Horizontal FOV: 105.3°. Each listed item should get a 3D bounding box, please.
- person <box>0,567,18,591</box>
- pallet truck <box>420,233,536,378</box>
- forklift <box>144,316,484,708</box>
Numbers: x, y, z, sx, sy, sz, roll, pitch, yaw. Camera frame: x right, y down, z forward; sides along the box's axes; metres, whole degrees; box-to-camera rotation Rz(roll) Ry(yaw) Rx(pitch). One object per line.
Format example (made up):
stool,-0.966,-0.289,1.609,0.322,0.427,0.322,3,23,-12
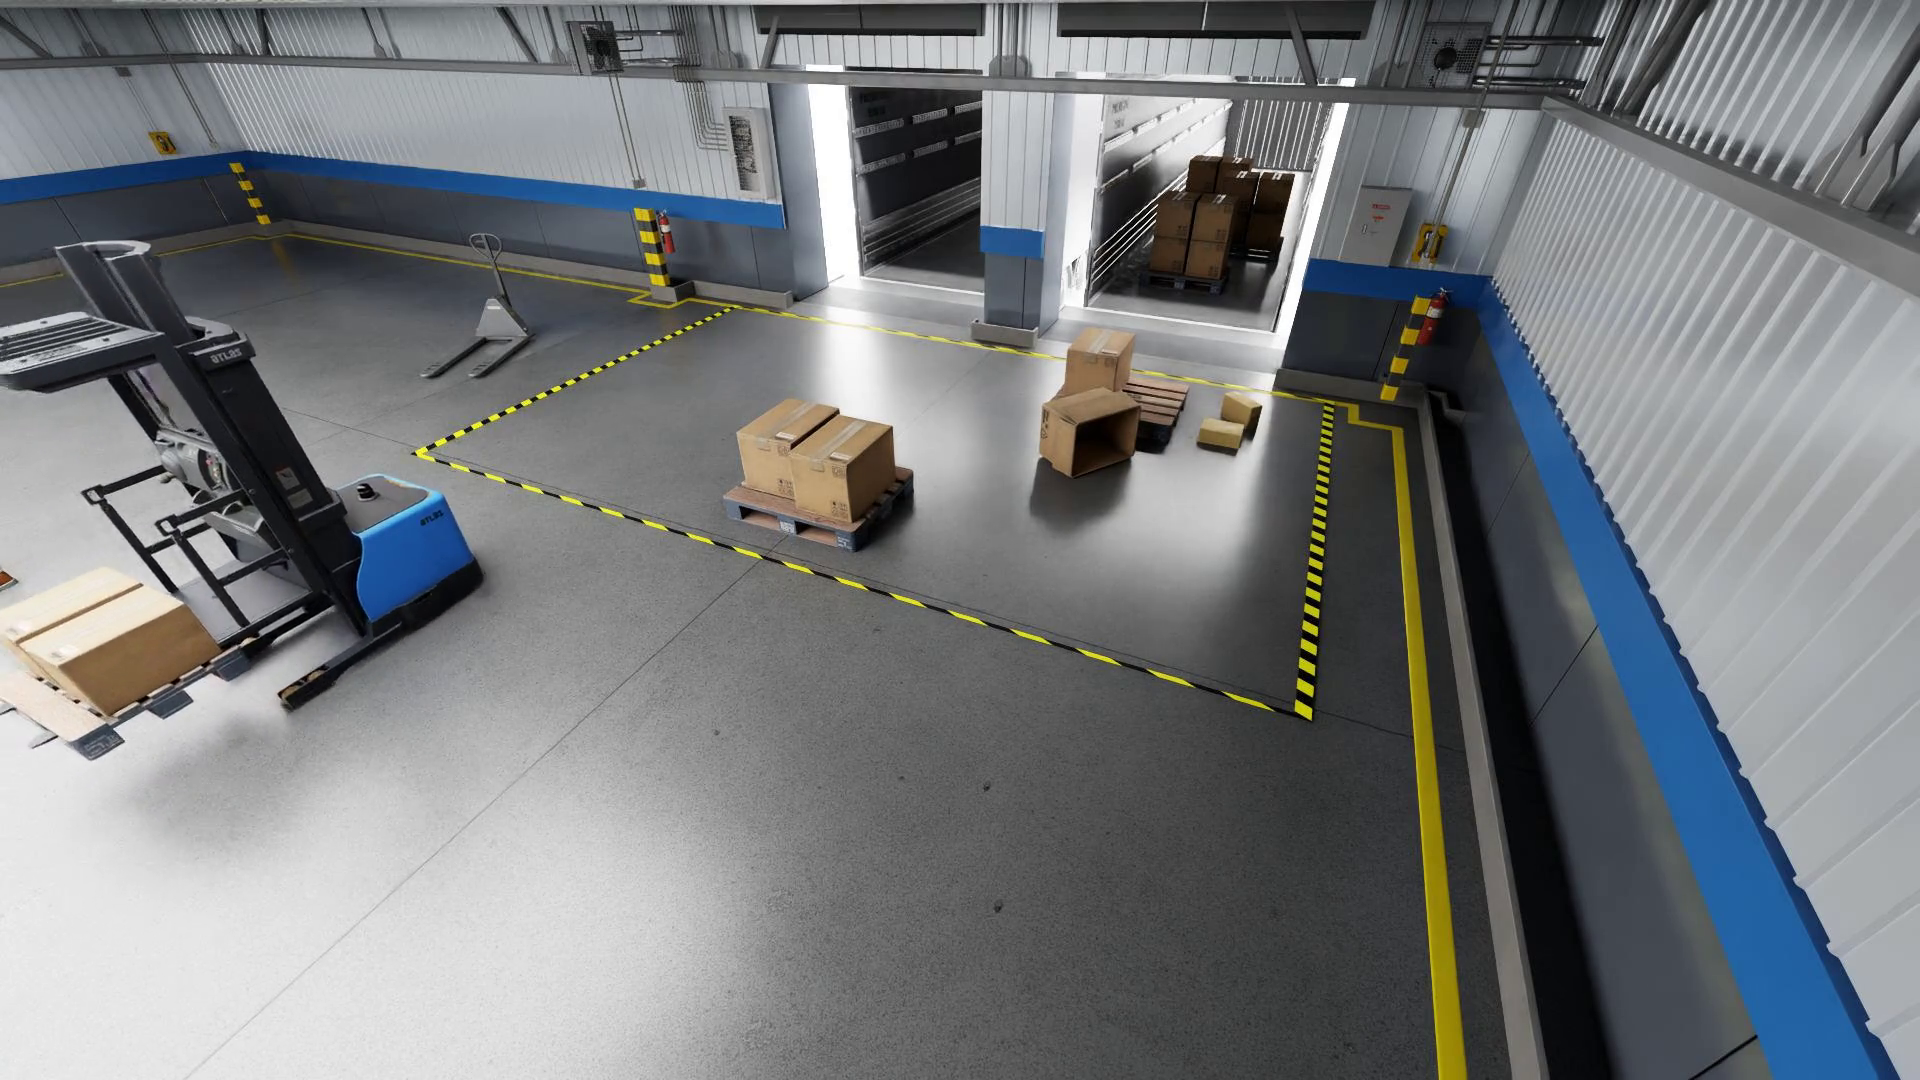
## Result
person,-6.920,-0.450,4.641,0.613,1.947,0.386,16,39,21
pallet truck,-5.664,-2.712,8.427,0.680,1.201,1.601,0,35,-1
forklift,-3.868,-0.368,4.446,0.716,2.013,0.776,15,38,20
